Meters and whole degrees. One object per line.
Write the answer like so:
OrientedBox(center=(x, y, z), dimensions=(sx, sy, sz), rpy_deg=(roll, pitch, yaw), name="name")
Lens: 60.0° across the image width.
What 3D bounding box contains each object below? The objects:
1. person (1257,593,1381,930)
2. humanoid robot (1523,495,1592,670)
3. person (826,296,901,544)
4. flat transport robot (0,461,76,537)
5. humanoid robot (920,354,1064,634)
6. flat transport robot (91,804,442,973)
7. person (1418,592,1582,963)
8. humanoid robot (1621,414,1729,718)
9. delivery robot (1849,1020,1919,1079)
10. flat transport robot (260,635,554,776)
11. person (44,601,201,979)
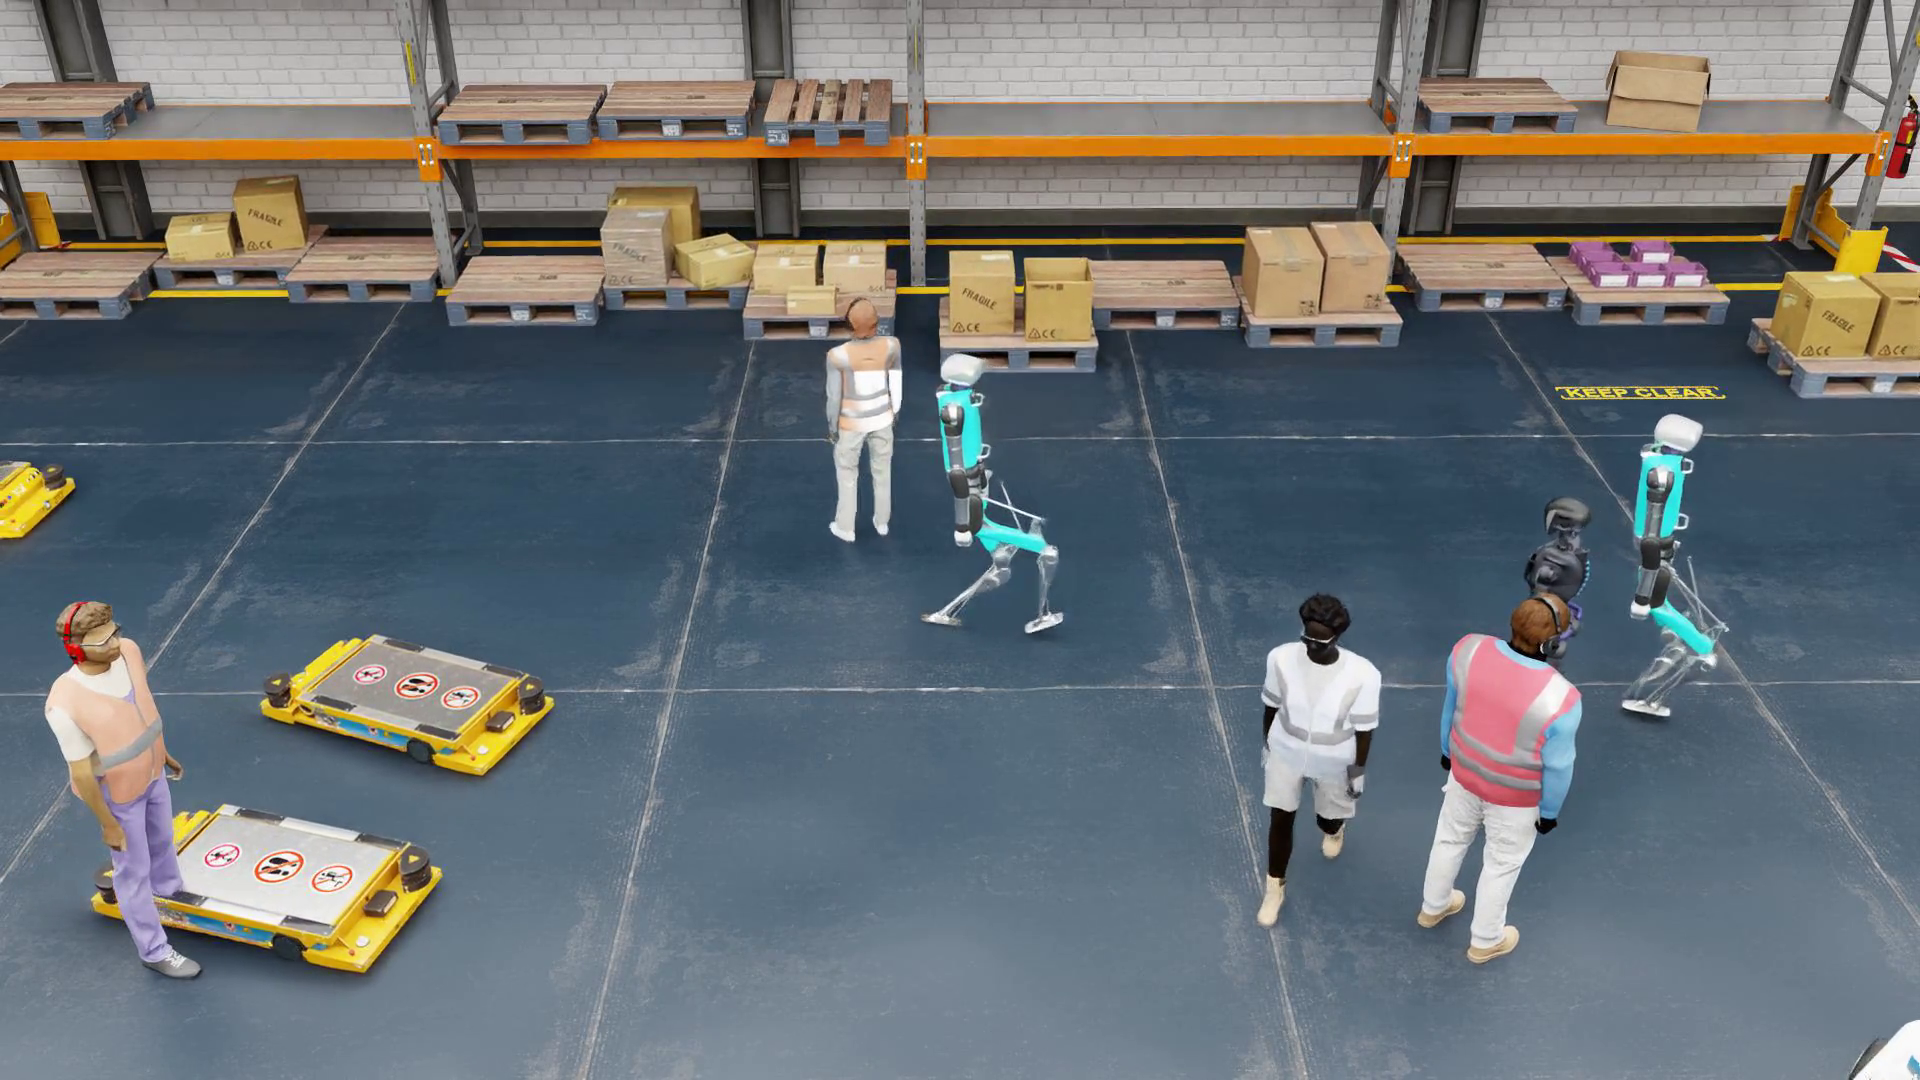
OrientedBox(center=(1.595, 0.934, 7.486), dimensions=(0.534, 1.674, 0.652), rpy_deg=(13, 33, 21), name="person")
OrientedBox(center=(2.842, 0.493, 8.224), dimensions=(0.418, 1.644, 0.598), rpy_deg=(19, 36, 28), name="humanoid robot")
OrientedBox(center=(-0.588, -0.735, 10.304), dimensions=(0.532, 1.638, 0.344), rpy_deg=(-15, 34, -24), name="person")
OrientedBox(center=(-6.658, -0.275, 10.868), dimensions=(1.431, 0.231, 0.659), rpy_deg=(2, 31, 3), name="flat transport robot")
OrientedBox(center=(0.294, -0.182, 9.345), dimensions=(1.023, 1.782, 0.535), rpy_deg=(4, 31, 6), name="humanoid robot")
OrientedBox(center=(-3.229, 1.595, 7.755), dimensions=(1.431, 0.231, 0.659), rpy_deg=(8, 32, 14), name="flat transport robot")
OrientedBox(center=(2.342, 1.020, 7.201), dimensions=(0.431, 1.836, 0.629), rpy_deg=(-23, 38, -33), name="person")
OrientedBox(center=(3.758, 0.258, 8.626), dimensions=(0.709, 1.857, 0.546), rpy_deg=(13, 33, 21), name="humanoid robot")
OrientedBox(center=(3.688, 2.209, 6.471), dimensions=(0.792, 0.611, 0.499), rpy_deg=(-23, 38, -33), name="delivery robot")
OrientedBox(center=(-2.987, 0.860, 8.979), dimensions=(1.431, 0.231, 0.659), rpy_deg=(12, 33, 19), name="flat transport robot")
OrientedBox(center=(-3.564, 1.053, 7.129), dimensions=(0.391, 1.844, 0.563), rpy_deg=(2, 31, 4), name="person")
